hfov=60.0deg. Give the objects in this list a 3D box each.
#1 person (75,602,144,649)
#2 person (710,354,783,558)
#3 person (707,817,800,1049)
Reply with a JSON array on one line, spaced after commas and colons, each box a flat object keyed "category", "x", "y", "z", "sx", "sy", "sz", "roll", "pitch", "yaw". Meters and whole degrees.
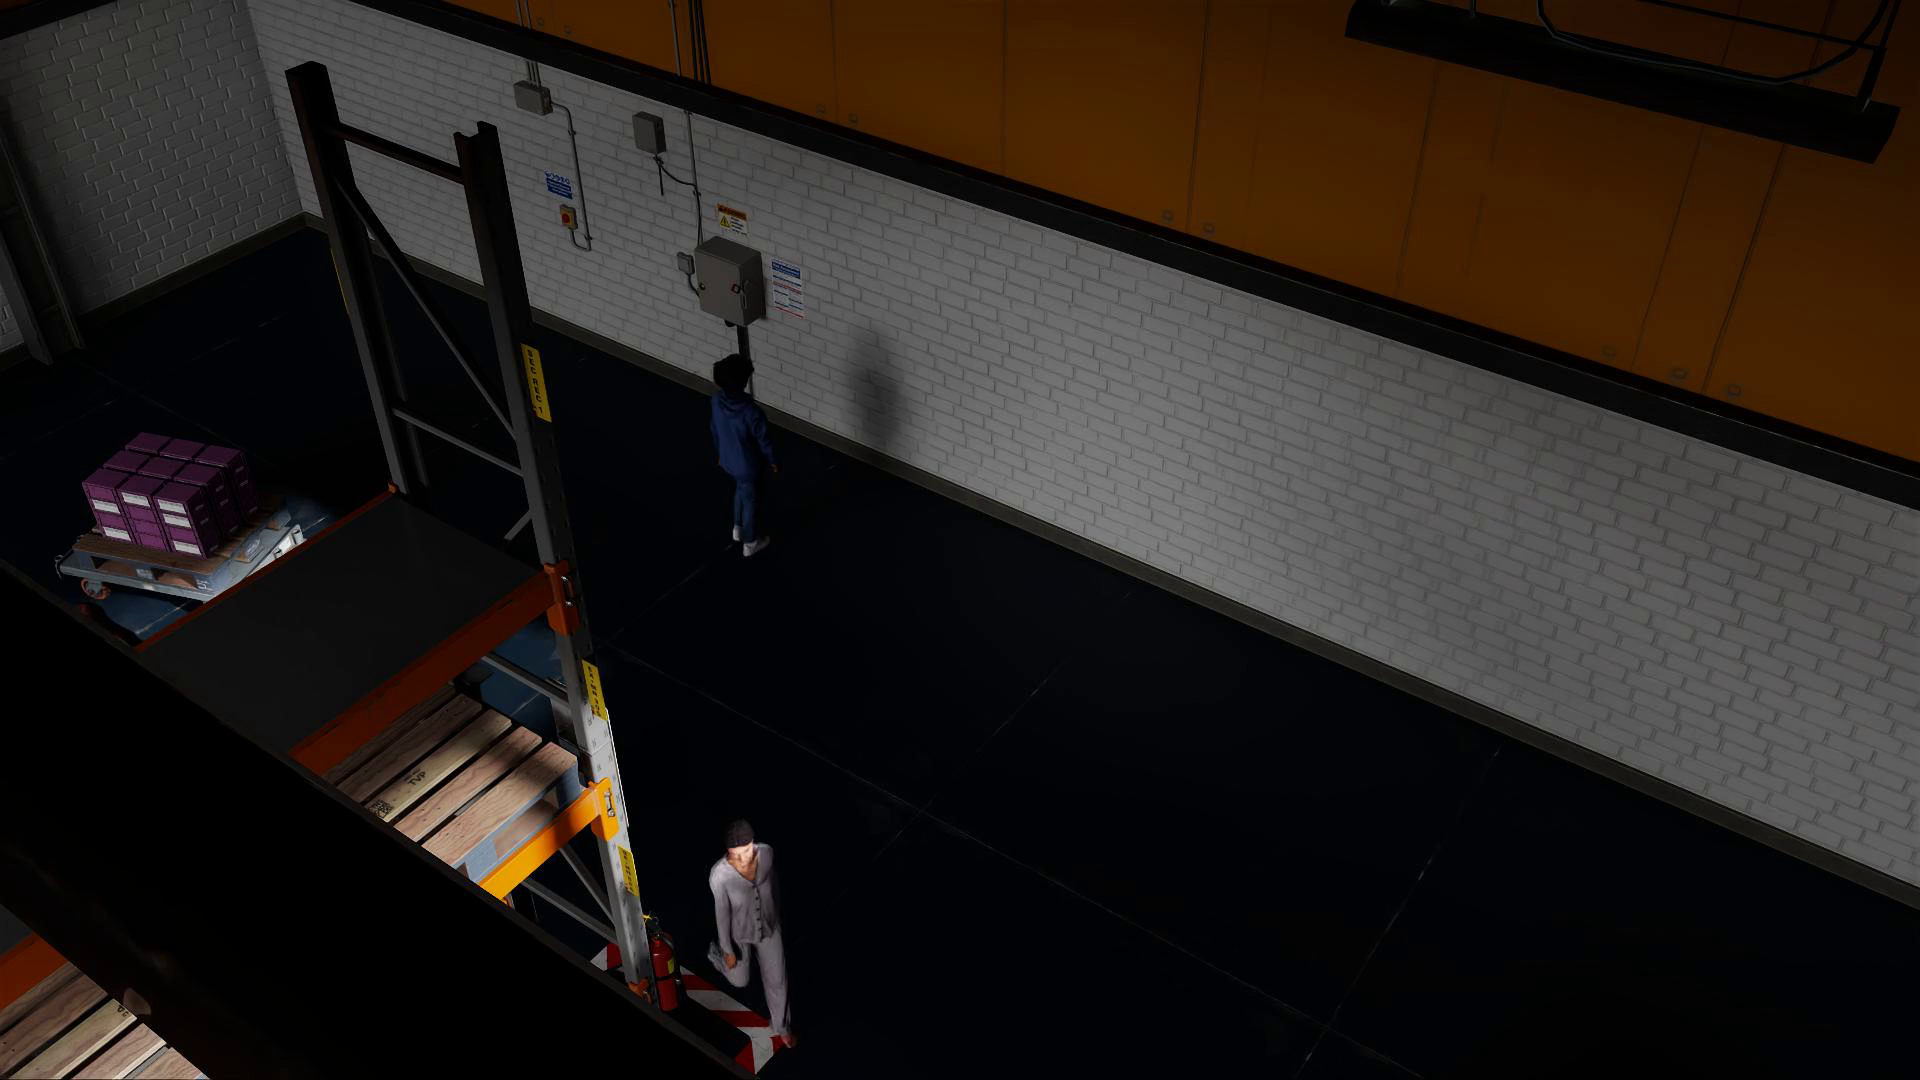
[{"category": "person", "x": -5.343, "y": 0.962, "z": 11.000, "sx": 0.640, "sy": 1.683, "sz": 1.220, "roll": 25, "pitch": 45, "yaw": 28}, {"category": "person", "x": -1.719, "y": -0.601, "z": 12.864, "sx": 0.687, "sy": 1.798, "sz": 0.610, "roll": 27, "pitch": 46, "yaw": 29}, {"category": "person", "x": -1.258, "y": 2.155, "z": 9.448, "sx": 1.020, "sy": 1.755, "sz": 0.869, "roll": -27, "pitch": 46, "yaw": -30}]
